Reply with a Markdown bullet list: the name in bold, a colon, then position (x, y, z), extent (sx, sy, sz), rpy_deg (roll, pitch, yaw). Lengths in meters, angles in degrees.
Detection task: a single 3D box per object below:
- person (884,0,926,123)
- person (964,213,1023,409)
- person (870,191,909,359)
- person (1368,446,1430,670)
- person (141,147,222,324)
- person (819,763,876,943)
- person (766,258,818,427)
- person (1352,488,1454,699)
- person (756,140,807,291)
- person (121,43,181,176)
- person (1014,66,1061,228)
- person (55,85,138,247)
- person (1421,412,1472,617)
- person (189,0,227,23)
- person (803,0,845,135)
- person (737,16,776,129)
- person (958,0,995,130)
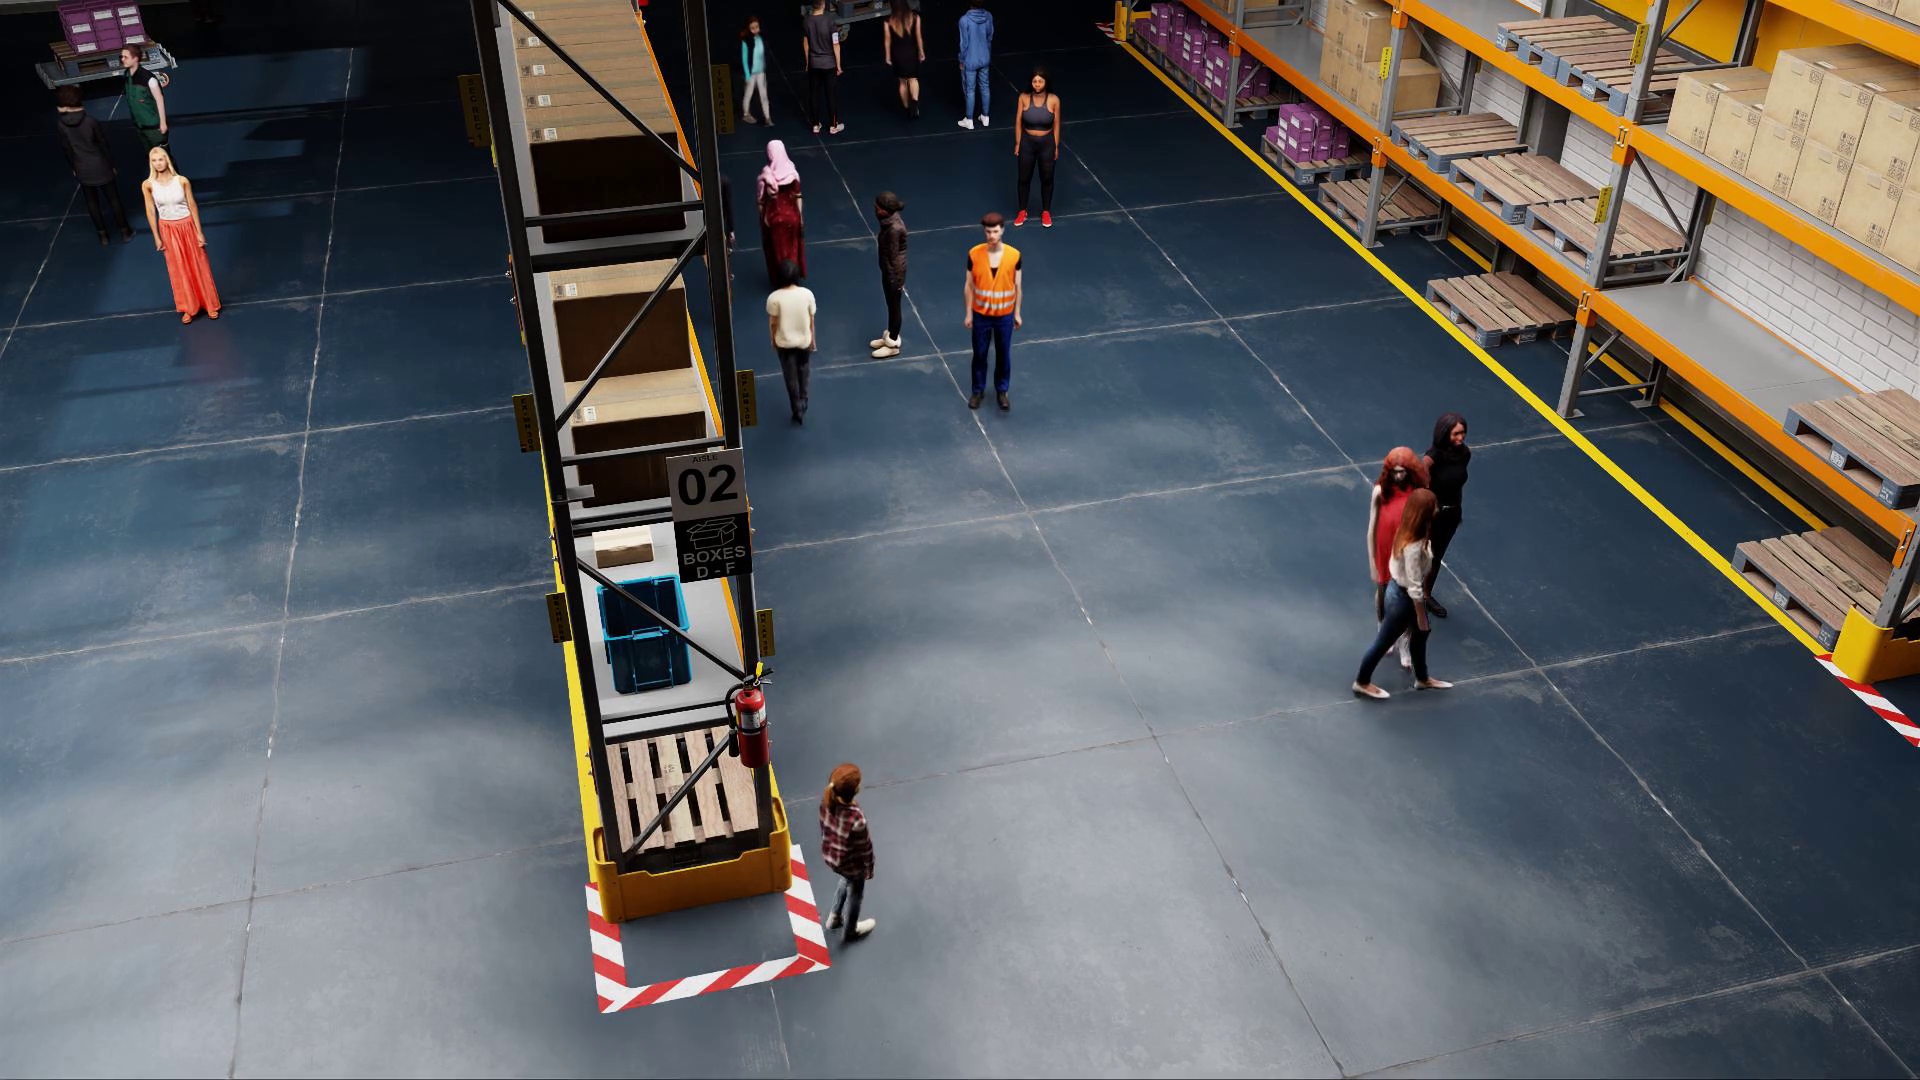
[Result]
- **person**: position (-0.701, -6.164, 21.405), extent (0.721, 1.685, 0.835), rpy_deg (-4, 34, -6)
- **person**: position (0.300, -2.088, 15.092), extent (0.761, 1.886, 0.739), rpy_deg (2, 34, 3)
- **person**: position (-0.635, -2.575, 16.028), extent (0.631, 1.661, 0.562), rpy_deg (10, 35, 14)
- **person**: position (3.085, 0.063, 11.935), extent (0.695, 1.799, 0.728), rpy_deg (-5, 34, -7)
- **person**: position (-7.805, -3.060, 16.629), extent (0.657, 1.803, 0.622), rpy_deg (-14, 36, -20)
- **person**: position (-0.709, 1.857, 9.688), extent (0.693, 1.298, 0.599), rpy_deg (-26, 42, -33)
- **person**: position (-1.465, -1.728, 14.830), extent (0.618, 1.576, 0.596), rpy_deg (-11, 35, -16)
- **person**: position (2.986, 0.394, 11.519), extent (0.940, 1.707, 0.958), rpy_deg (10, 35, 14)
- **person**: position (-1.841, -3.316, 17.158), extent (0.678, 1.644, 0.658), rpy_deg (-10, 35, -15)
- **person**: position (-9.389, -4.839, 19.270), extent (0.734, 1.842, 0.798), rpy_deg (19, 38, 26)
- **person**: position (0.870, -4.432, 18.682), extent (0.745, 1.816, 0.737), rpy_deg (3, 34, 5)
- **person**: position (-9.500, -4.099, 18.212), extent (0.617, 1.781, 0.590), rpy_deg (-7, 34, -10)
- **person**: position (3.523, -0.165, 12.330), extent (0.647, 1.740, 0.601), rpy_deg (-17, 37, -24)
- **person**: position (-11.693, -8.845, 25.276), extent (0.781, 1.866, 0.824), rpy_deg (15, 36, 21)
- **person**: position (-1.761, -6.058, 21.175), extent (0.723, 1.764, 0.724), rpy_deg (9, 35, 13)
- **person**: position (-2.693, -6.062, 21.459), extent (0.980, 1.457, 0.810), rpy_deg (28, 43, 35)
- **person**: position (0.199, -6.204, 21.352), extent (0.735, 1.811, 0.670), rpy_deg (-18, 38, -25)
